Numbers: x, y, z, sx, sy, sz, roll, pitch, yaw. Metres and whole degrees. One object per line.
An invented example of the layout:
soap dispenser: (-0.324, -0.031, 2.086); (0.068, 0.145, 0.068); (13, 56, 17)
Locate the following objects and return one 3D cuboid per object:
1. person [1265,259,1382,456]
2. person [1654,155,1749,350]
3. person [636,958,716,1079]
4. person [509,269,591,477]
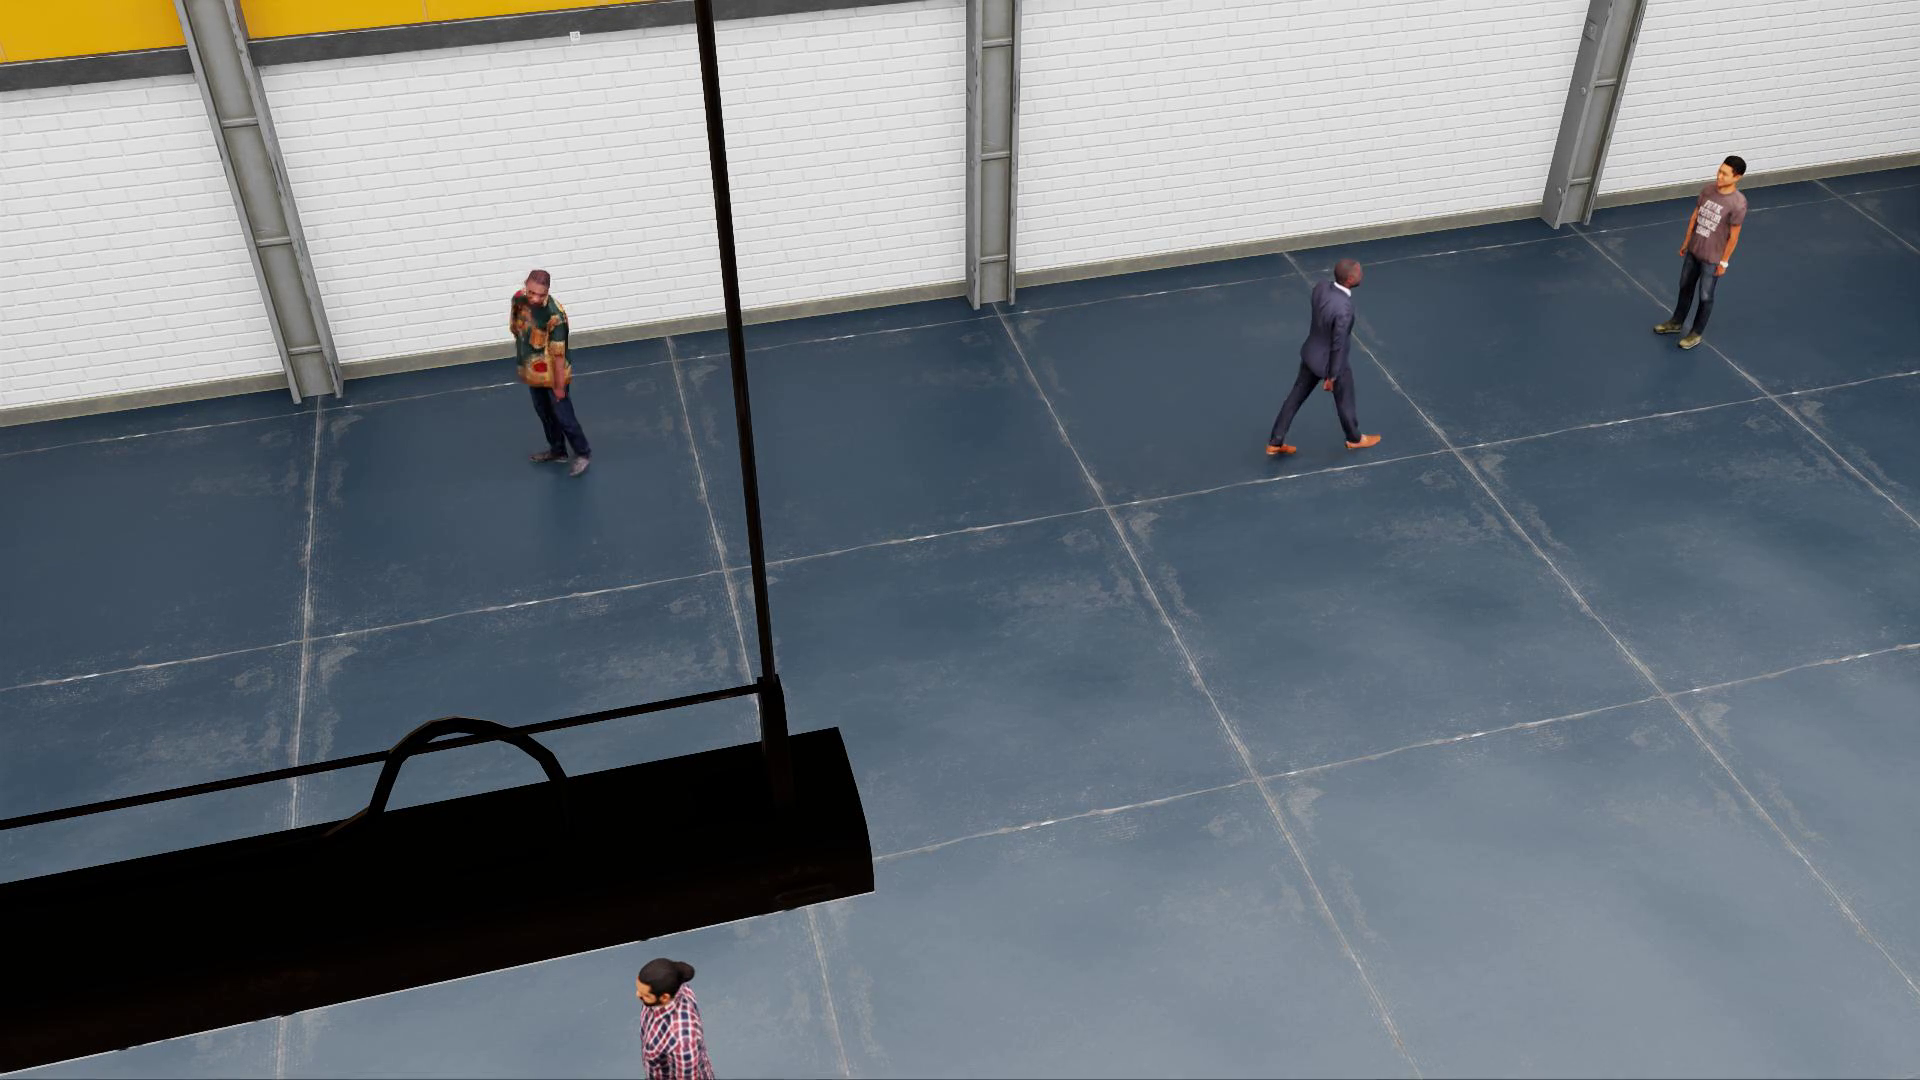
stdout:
person: (2.778, -1.377, 12.986); (1.186, 1.781, 0.727); (-11, 40, -13)
person: (6.486, -2.503, 14.399); (0.608, 1.778, 0.673); (-17, 42, -20)
person: (-1.347, 2.601, 8.022); (0.634, 1.761, 0.714); (-15, 41, -18)
person: (-3.235, -1.341, 12.935); (0.859, 1.789, 0.840); (-22, 44, -25)
